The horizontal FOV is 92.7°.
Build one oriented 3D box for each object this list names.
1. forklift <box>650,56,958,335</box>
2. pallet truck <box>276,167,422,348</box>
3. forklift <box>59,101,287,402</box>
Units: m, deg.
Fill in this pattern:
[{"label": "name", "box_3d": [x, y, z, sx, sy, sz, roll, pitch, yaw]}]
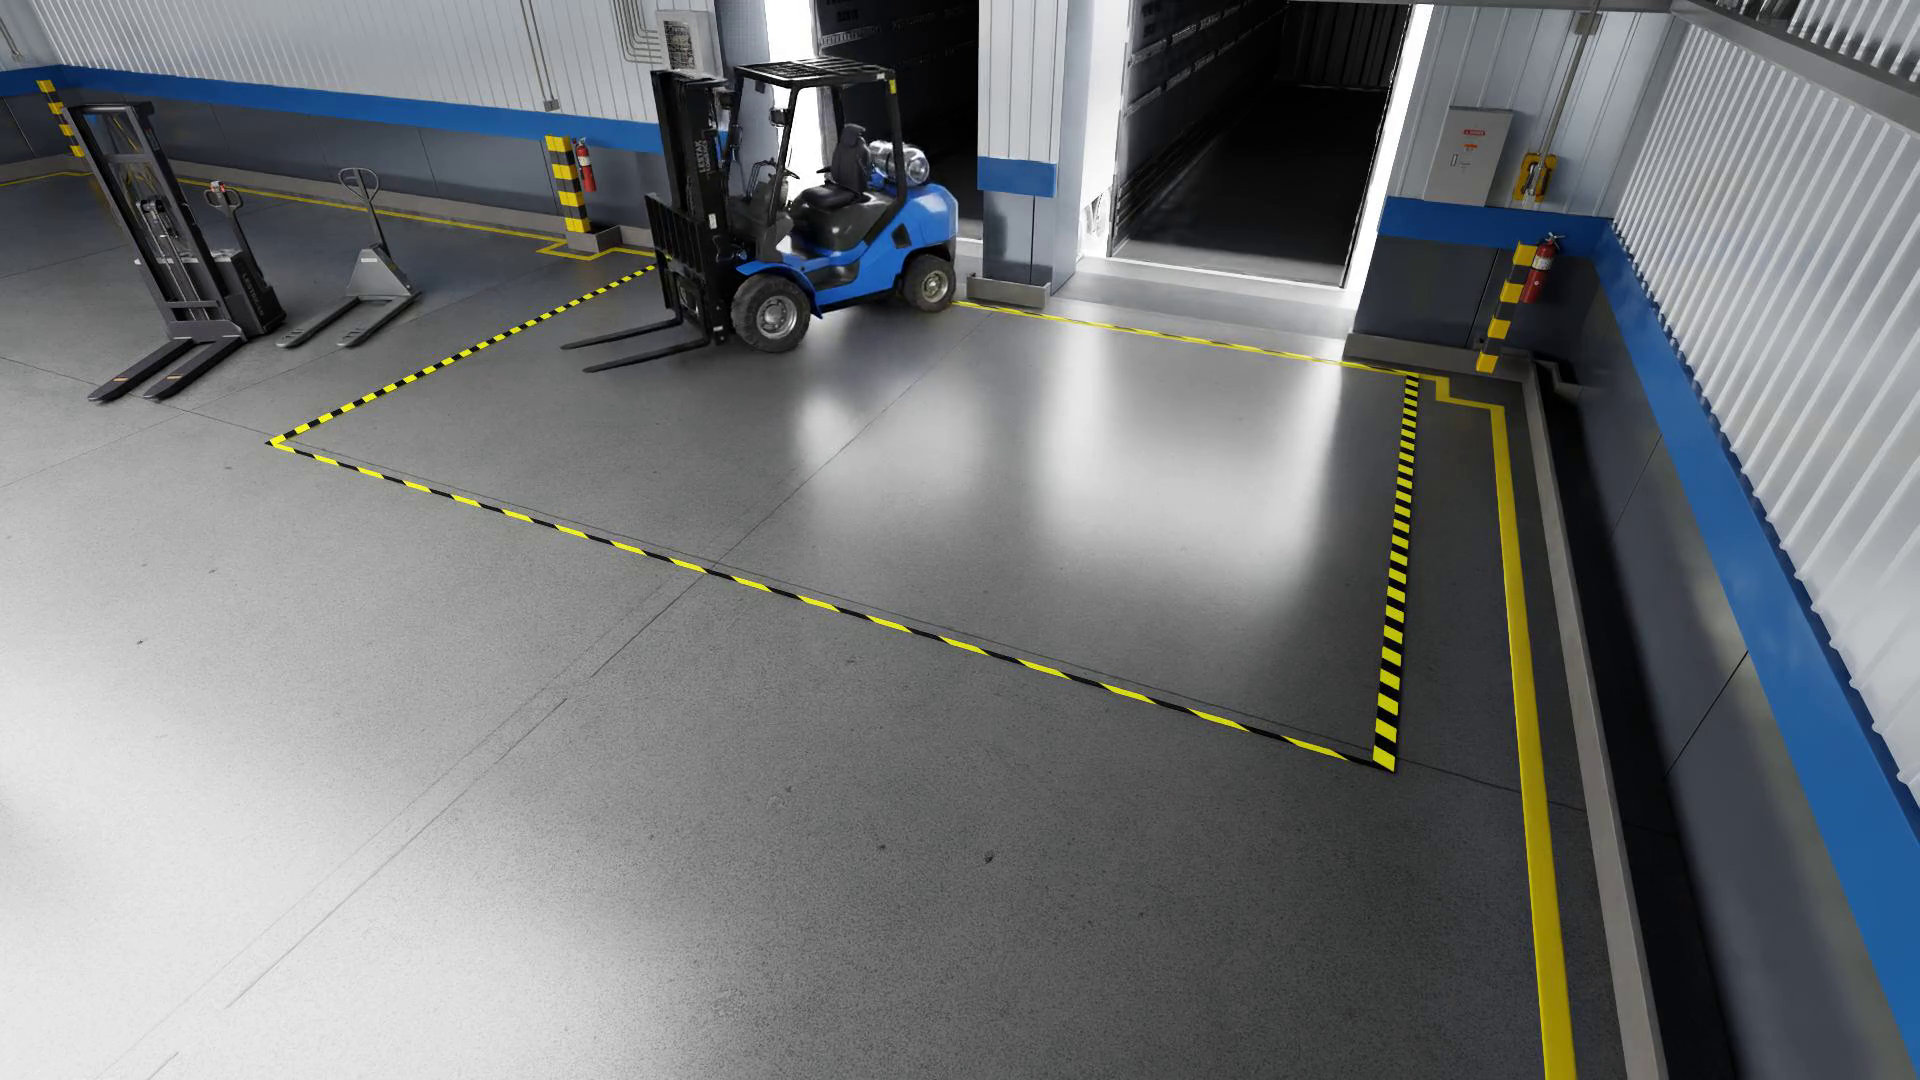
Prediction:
[{"label": "forklift", "box_3d": [-1.321, -3.162, 8.228, 2.680, 2.036, 1.157, -23, 41, -29]}, {"label": "pallet truck", "box_3d": [-5.732, -2.611, 8.414, 0.680, 1.201, 1.601, -1, 35, -1]}, {"label": "forklift", "box_3d": [-6.686, -2.387, 7.434, 0.823, 1.965, 1.885, -3, 35, -5]}]
